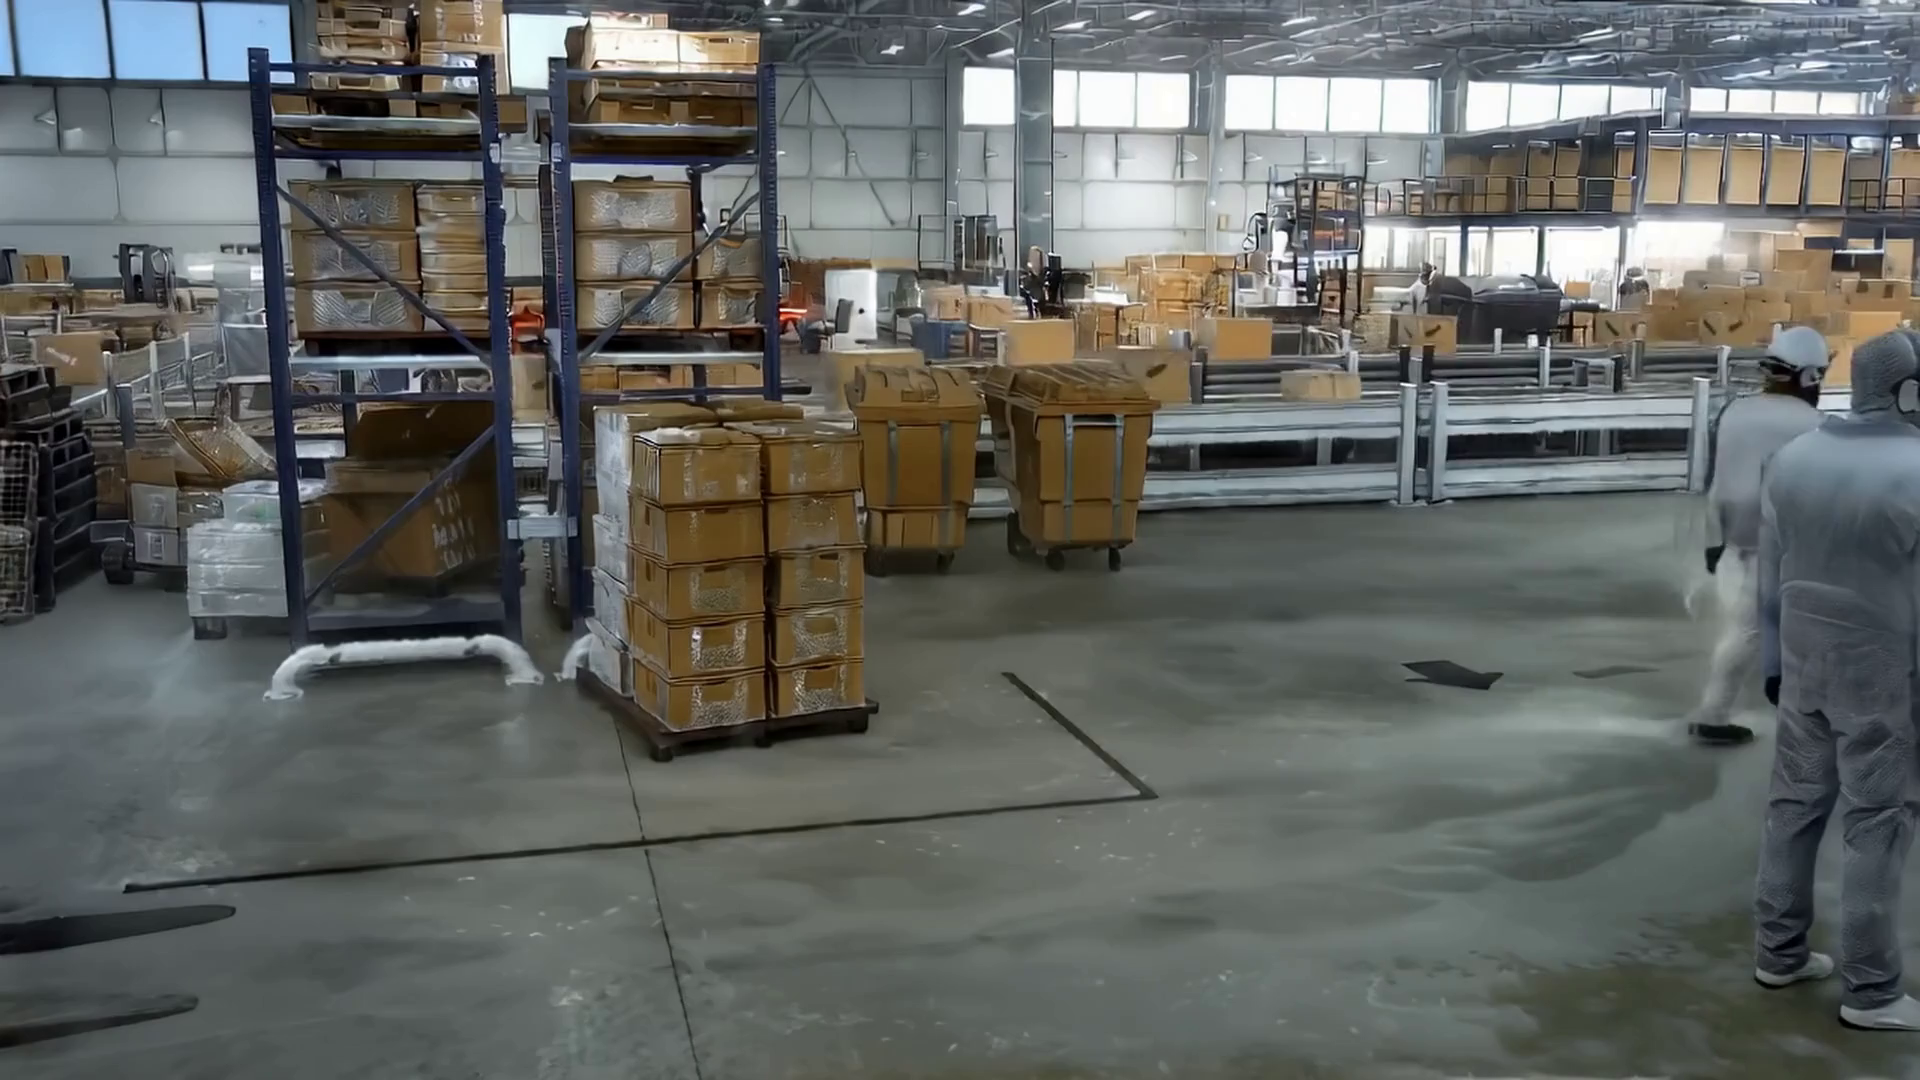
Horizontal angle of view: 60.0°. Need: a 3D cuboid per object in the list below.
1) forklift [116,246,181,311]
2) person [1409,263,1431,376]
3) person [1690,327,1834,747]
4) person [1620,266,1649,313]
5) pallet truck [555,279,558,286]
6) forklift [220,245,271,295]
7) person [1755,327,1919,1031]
[{"bbox_3d":[-19.966,-6.232,40.894,1.157,1.987,2.680,-3,10,-15],"label":"forklift"},{"bbox_3d":[7.046,-3.305,25.535,0.309,1.868,0.534,5,11,25],"label":"person"},{"bbox_3d":[3.537,-0.006,7.081,0.915,1.780,0.621,-2,10,-13],"label":"person"},{"bbox_3d":[13.096,-4.444,32.322,0.530,1.746,0.659,4,11,20],"label":"person"},{"bbox_3d":[-10.604,-6.375,44.520,0.653,1.274,1.630,-3,10,-15],"label":"pallet truck"},{"bbox_3d":[-17.749,-6.334,41.440,1.157,1.987,2.680,-3,10,-17],"label":"forklift"},{"bbox_3d":[2.495,0.376,4.581,0.400,1.910,0.643,-3,11,-18],"label":"person"}]
